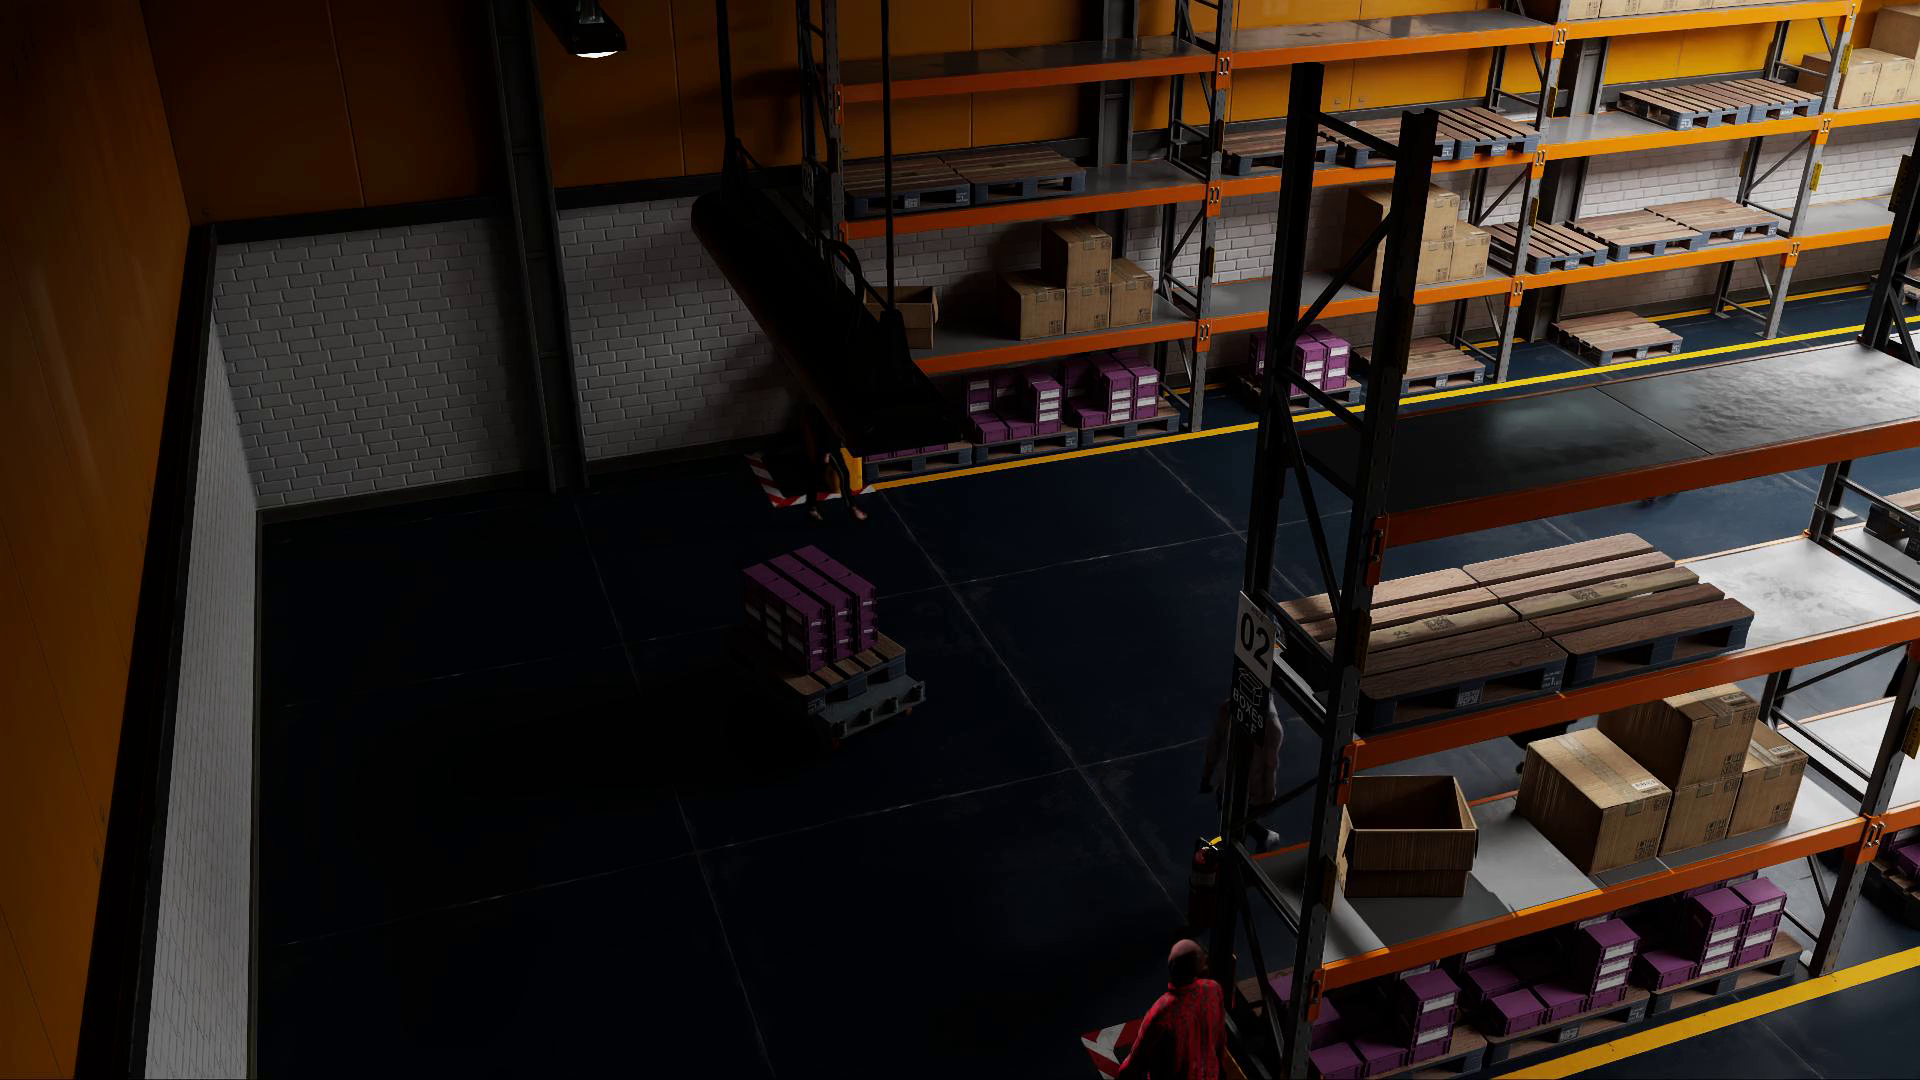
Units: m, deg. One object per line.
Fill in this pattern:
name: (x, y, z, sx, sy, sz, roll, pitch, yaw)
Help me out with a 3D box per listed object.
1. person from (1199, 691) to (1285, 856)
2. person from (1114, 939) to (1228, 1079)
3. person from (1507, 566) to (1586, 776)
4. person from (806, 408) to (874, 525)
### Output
person: (1.947, 1.628, 11.179, 1.320, 1.898, 1.026, -24, 37, -37)
person: (1.218, 2.959, 8.870, 1.236, 1.772, 1.072, -21, 35, -33)
person: (4.421, 1.010, 12.243, 0.797, 1.964, 0.832, -15, 32, -26)
person: (-1.364, -0.900, 16.042, 0.915, 1.679, 0.709, -6, 29, -11)
